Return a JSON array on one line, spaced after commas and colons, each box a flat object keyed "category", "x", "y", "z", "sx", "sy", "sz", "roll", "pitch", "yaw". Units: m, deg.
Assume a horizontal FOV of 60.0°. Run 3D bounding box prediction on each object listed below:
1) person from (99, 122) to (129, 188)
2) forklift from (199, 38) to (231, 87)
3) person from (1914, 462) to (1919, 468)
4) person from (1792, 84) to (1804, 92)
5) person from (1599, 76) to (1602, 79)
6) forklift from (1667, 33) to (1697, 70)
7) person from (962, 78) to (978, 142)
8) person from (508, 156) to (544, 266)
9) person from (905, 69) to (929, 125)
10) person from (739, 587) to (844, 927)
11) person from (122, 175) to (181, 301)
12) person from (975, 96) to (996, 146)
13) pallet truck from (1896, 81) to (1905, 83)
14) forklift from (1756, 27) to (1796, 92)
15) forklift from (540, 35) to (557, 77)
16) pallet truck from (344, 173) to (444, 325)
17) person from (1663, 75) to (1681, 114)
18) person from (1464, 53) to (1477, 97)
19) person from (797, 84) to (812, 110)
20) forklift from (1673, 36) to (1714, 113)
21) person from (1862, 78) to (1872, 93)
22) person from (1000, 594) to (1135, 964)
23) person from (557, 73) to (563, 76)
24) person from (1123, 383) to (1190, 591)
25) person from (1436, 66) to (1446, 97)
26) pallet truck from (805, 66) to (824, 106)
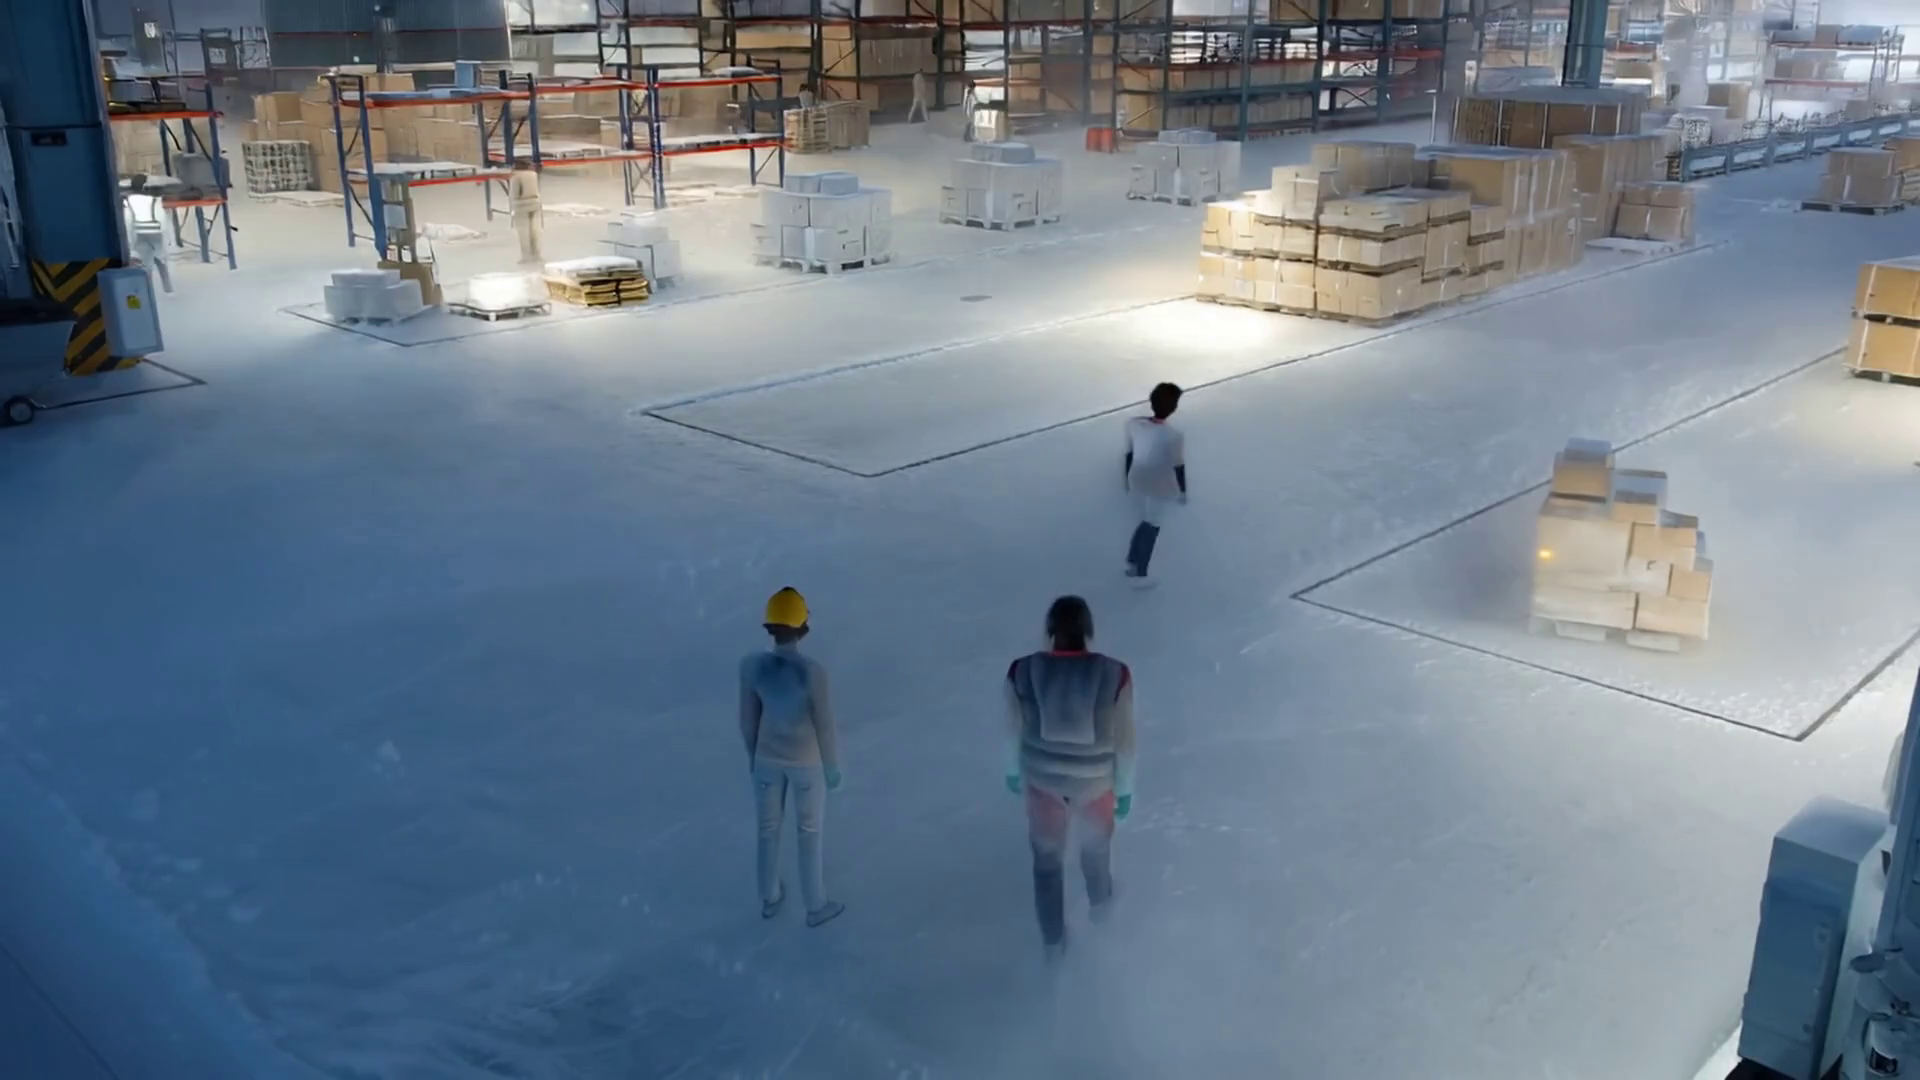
[{"category": "person", "x": -18.521, "y": -8.217, "z": 36.247, "sx": 0.993, "sy": 1.785, "sz": 0.528, "roll": 11, "pitch": 21, "yaw": 29}, {"category": "forklift", "x": -26.756, "y": -16.688, "z": 60.060, "sx": 1.873, "sy": 2.768, "sz": 1.129, "roll": 17, "pitch": 25, "yaw": 41}, {"category": "person", "x": 9.682, "y": -1.528, "z": 15.983, "sx": 0.532, "sy": 1.859, "sz": 0.563, "roll": -14, "pitch": 23, "yaw": -36}, {"category": "person", "x": 34.374, "y": -18.855, "z": 68.088, "sx": 0.734, "sy": 1.913, "sz": 0.623, "roll": -17, "pitch": 25, "yaw": -42}, {"category": "person", "x": 22.325, "y": -15.641, "z": 58.502, "sx": 0.653, "sy": 1.865, "sz": 0.901, "roll": 2, "pitch": 19, "yaw": 7}, {"category": "forklift", "x": 28.545, "y": -18.664, "z": 66.014, "sx": 1.129, "sy": 2.768, "sz": 1.873, "roll": 17, "pitch": 25, "yaw": 41}, {"category": "person", "x": 0.422, "y": -13.133, "z": 50.829, "sx": 0.777, "sy": 1.930, "sz": 0.615, "roll": -2, "pitch": 18, "yaw": -5}, {"category": "person", "x": -7.384, "y": -5.586, "z": 28.259, "sx": 0.431, "sy": 1.835, "sz": 0.624, "roll": 16, "pitch": 24, "yaw": 40}, {"category": "person", "x": -1.429, "y": -15.268, "z": 57.325, "sx": 1.002, "sy": 1.902, "sz": 0.629, "roll": -11, "pitch": 21, "yaw": -30}, {"category": "person", "x": -0.833, "y": 1.080, "z": 8.263, "sx": 0.533, "sy": 1.772, "sz": 0.297, "roll": 7, "pitch": 20, "yaw": 21}, {"category": "person", "x": -12.188, "y": -4.539, "z": 25.045, "sx": 0.661, "sy": 1.870, "sz": 0.345, "roll": -6, "pitch": 19, "yaw": -18}, {"category": "person", "x": 0.651, "y": -10.331, "z": 42.432, "sx": 0.568, "sy": 1.909, "sz": 0.771, "roll": 3, "pitch": 19, "yaw": 8}, {"category": "pallet truck", "x": 34.802, "y": -16.331, "z": 61.455, "sx": 0.653, "sy": 1.274, "sz": 1.630, "roll": 17, "pitch": 25, "yaw": 41}, {"category": "forklift", "x": 37.414, "y": -21.924, "z": 75.836, "sx": 1.129, "sy": 2.768, "sz": 1.873, "roll": 17, "pitch": 25, "yaw": 41}, {"category": "forklift", "x": -15.506, "y": -17.626, "z": 62.887, "sx": 1.873, "sy": 2.768, "sz": 1.129, "roll": 0, "pitch": 18, "yaw": -1}, {"category": "pallet truck", "x": -8.209, "y": -4.181, "z": 23.757, "sx": 0.823, "sy": 1.965, "sz": 1.885, "roll": 3, "pitch": 19, "yaw": 9}, {"category": "person", "x": 24.509, "y": -15.136, "z": 57.246, "sx": 0.594, "sy": 1.681, "sz": 0.543, "roll": -15, "pitch": 24, "yaw": -39}, {"category": "person", "x": 22.094, "y": -20.144, "z": 72.096, "sx": 0.391, "sy": 1.841, "sz": 0.564, "roll": -13, "pitch": 22, "yaw": -33}, {"category": "person", "x": -4.953, "y": -13.631, "z": 52.758, "sx": 0.548, "sy": 1.644, "sz": 0.889, "roll": -14, "pitch": 23, "yaw": -36}, {"category": "forklift", "x": 27.341, "y": -17.291, "z": 61.877, "sx": 1.129, "sy": 2.768, "sz": 1.873, "roll": 17, "pitch": 25, "yaw": 41}, {"category": "person", "x": 36.568, "y": -18.382, "z": 66.848, "sx": 0.584, "sy": 1.804, "sz": 0.866, "roll": -16, "pitch": 24, "yaw": -40}, {"category": "person", "x": 0.533, "y": 1.104, "z": 8.112, "sx": 0.657, "sy": 1.814, "sz": 0.771, "roll": 3, "pitch": 19, "yaw": 10}, {"category": "person", "x": -13.056, "y": -14.240, "z": 54.251, "sx": 0.924, "sy": 1.881, "sz": 0.599, "roll": 4, "pitch": 19, "yaw": 11}, {"category": "person", "x": 1.518, "y": -0.407, "z": 12.908, "sx": 0.435, "sy": 1.669, "sz": 0.549, "roll": -14, "pitch": 23, "yaw": -36}, {"category": "person", "x": 18.951, "y": -17.838, "z": 65.473, "sx": 0.280, "sy": 1.631, "sz": 0.504, "roll": 17, "pitch": 25, "yaw": 42}, {"category": "pallet truck", "x": -4.812, "y": -15.182, "z": 56.903, "sx": 0.823, "sy": 1.965, "sz": 1.885, "roll": -9, "pitch": 21, "yaw": -26}]
